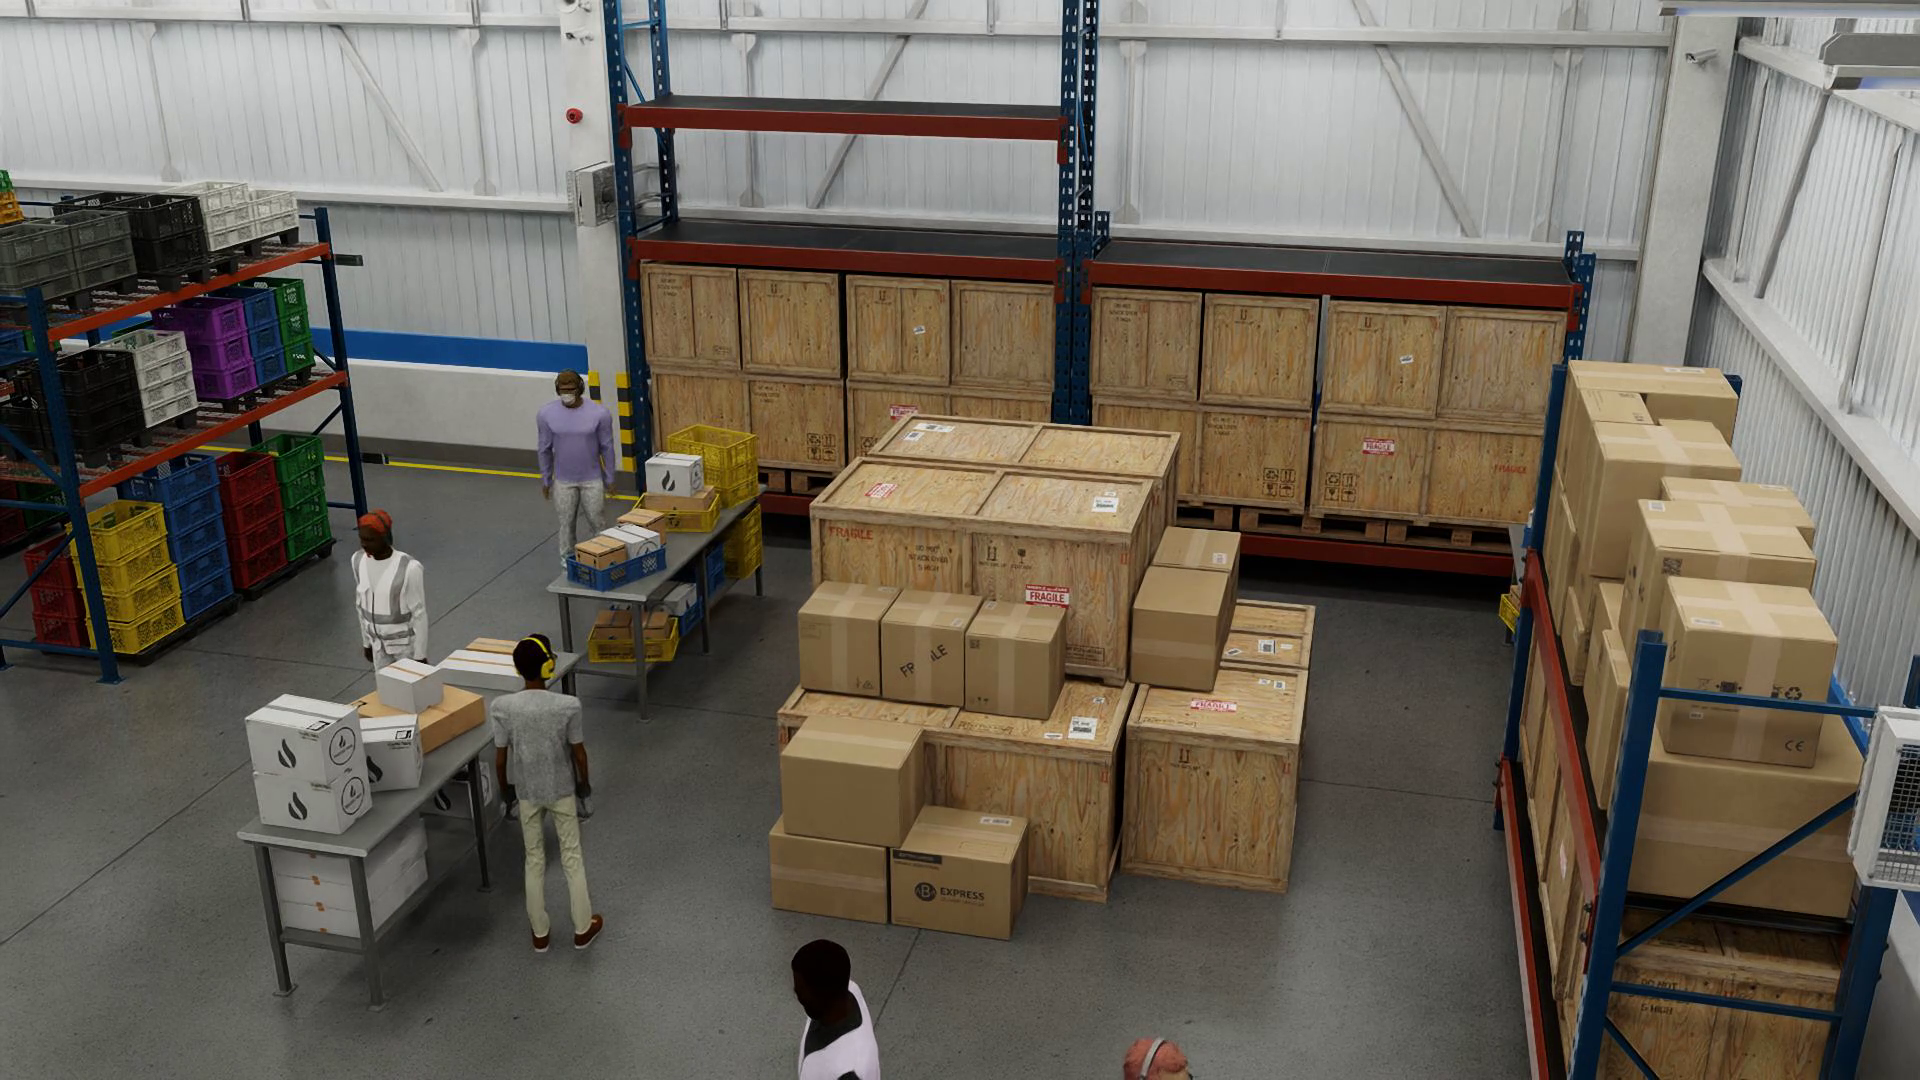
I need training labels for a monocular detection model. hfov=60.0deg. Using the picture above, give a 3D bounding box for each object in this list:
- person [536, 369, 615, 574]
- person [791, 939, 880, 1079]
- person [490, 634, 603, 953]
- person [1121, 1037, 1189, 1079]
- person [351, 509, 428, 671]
[{"bbox_3d":[-3.220,-0.512,14.030,0.635,1.937,0.352,-3,21,-7],"label":"person"},{"bbox_3d":[-0.455,2.379,6.501,0.390,1.914,0.587,-4,21,-11],"label":"person"},{"bbox_3d":[-2.275,1.397,9.137,0.514,1.865,0.327,-1,21,-3],"label":"person"},{"bbox_3d":[0.649,2.589,5.978,0.399,1.900,0.652,14,25,33],"label":"person"},{"bbox_3d":[-3.736,0.685,10.987,0.566,1.879,0.354,10,23,25],"label":"person"}]
